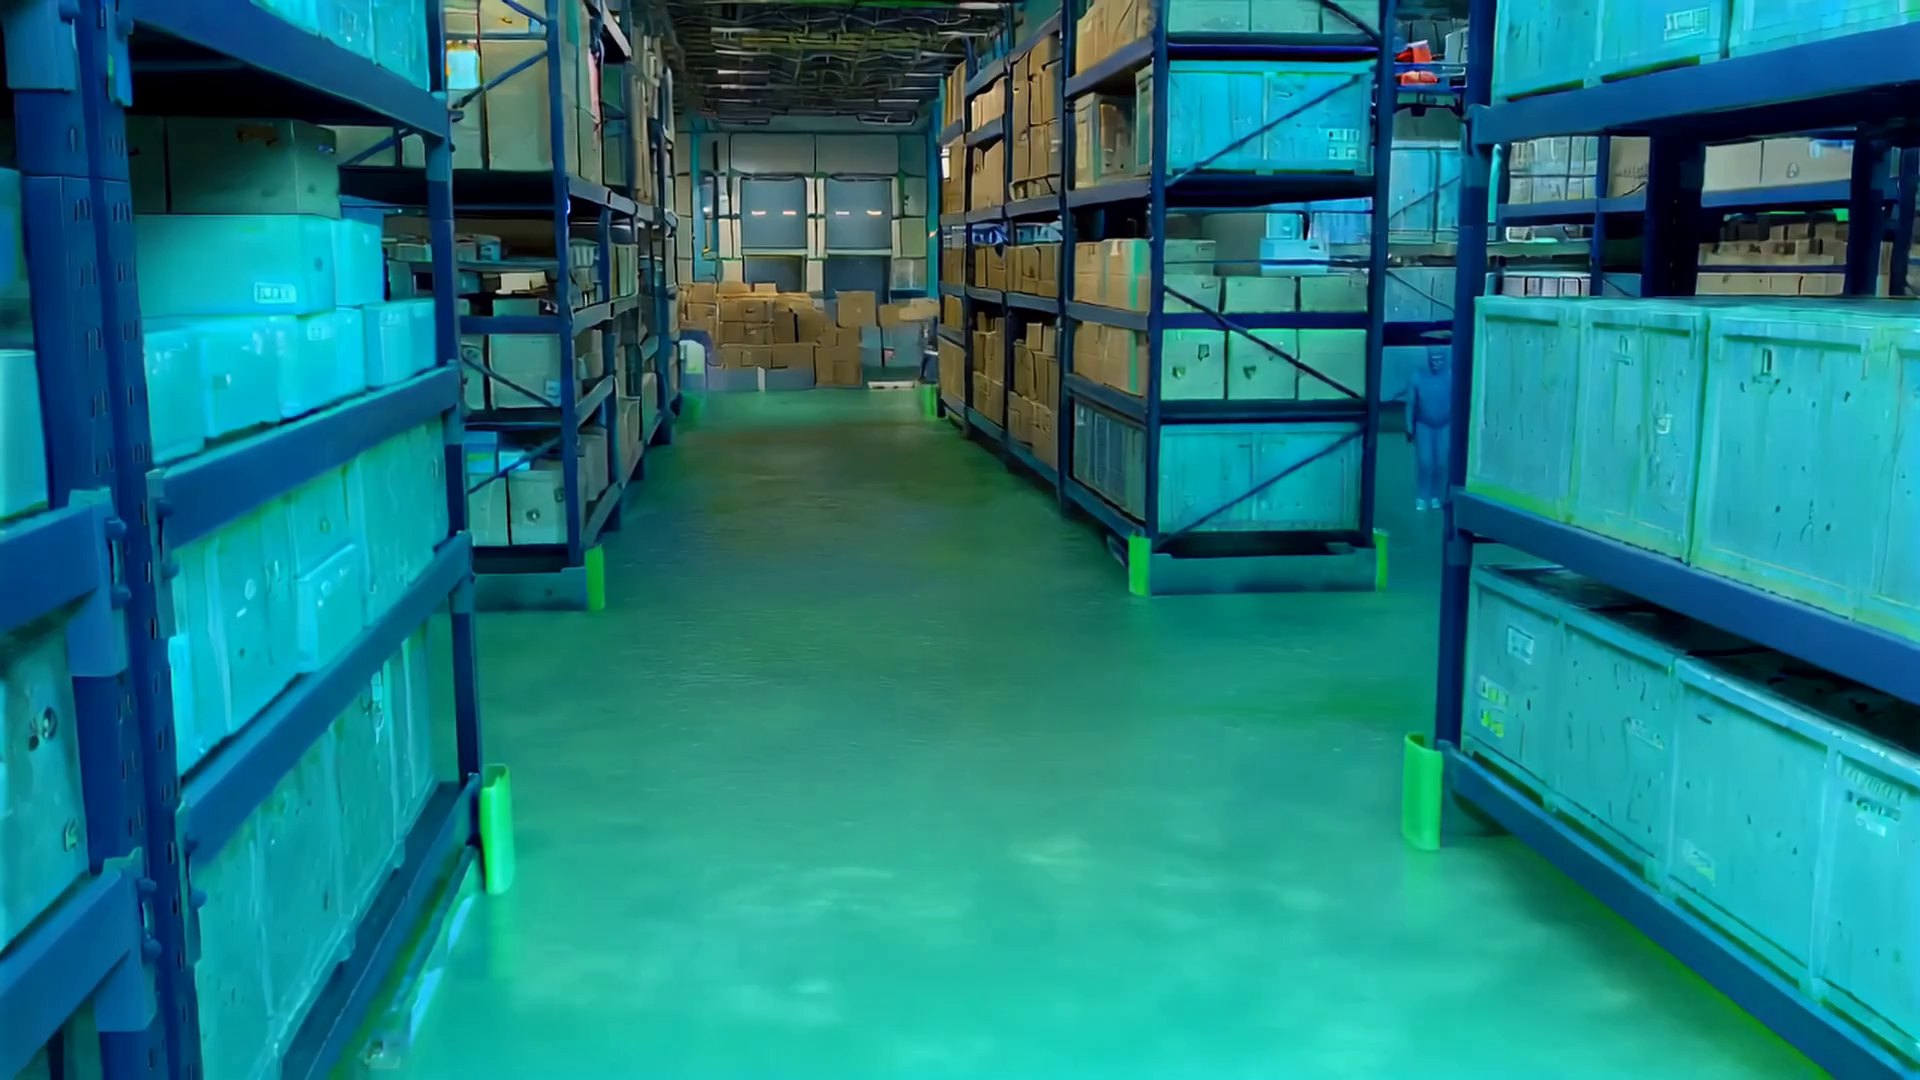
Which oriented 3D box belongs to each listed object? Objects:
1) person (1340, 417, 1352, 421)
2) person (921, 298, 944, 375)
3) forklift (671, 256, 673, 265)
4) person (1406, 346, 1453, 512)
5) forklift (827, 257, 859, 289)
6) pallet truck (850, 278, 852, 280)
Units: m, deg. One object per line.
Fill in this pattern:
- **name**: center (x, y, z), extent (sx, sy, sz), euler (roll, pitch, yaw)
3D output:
- **person**: center (4.052, -1.054, 18.144), extent (0.318, 1.697, 0.535), euler (-8, 13, -40)
- **person**: center (-0.537, -4.457, 37.285), extent (0.524, 1.927, 0.560), euler (4, 11, 23)
- **forklift**: center (-10.987, -9.066, 61.344), extent (1.129, 2.768, 1.873), euler (-1, 10, -7)
- **person**: center (5.363, -1.244, 18.744), extent (0.658, 1.860, 0.954), euler (2, 10, 12)
- **forklift**: center (-3.284, -6.565, 46.785), extent (1.129, 2.768, 1.873), euler (-1, 10, -7)
- **pallet truck**: center (-3.782, -9.391, 65.808), extent (1.885, 1.965, 0.823), euler (2, 10, 10)
